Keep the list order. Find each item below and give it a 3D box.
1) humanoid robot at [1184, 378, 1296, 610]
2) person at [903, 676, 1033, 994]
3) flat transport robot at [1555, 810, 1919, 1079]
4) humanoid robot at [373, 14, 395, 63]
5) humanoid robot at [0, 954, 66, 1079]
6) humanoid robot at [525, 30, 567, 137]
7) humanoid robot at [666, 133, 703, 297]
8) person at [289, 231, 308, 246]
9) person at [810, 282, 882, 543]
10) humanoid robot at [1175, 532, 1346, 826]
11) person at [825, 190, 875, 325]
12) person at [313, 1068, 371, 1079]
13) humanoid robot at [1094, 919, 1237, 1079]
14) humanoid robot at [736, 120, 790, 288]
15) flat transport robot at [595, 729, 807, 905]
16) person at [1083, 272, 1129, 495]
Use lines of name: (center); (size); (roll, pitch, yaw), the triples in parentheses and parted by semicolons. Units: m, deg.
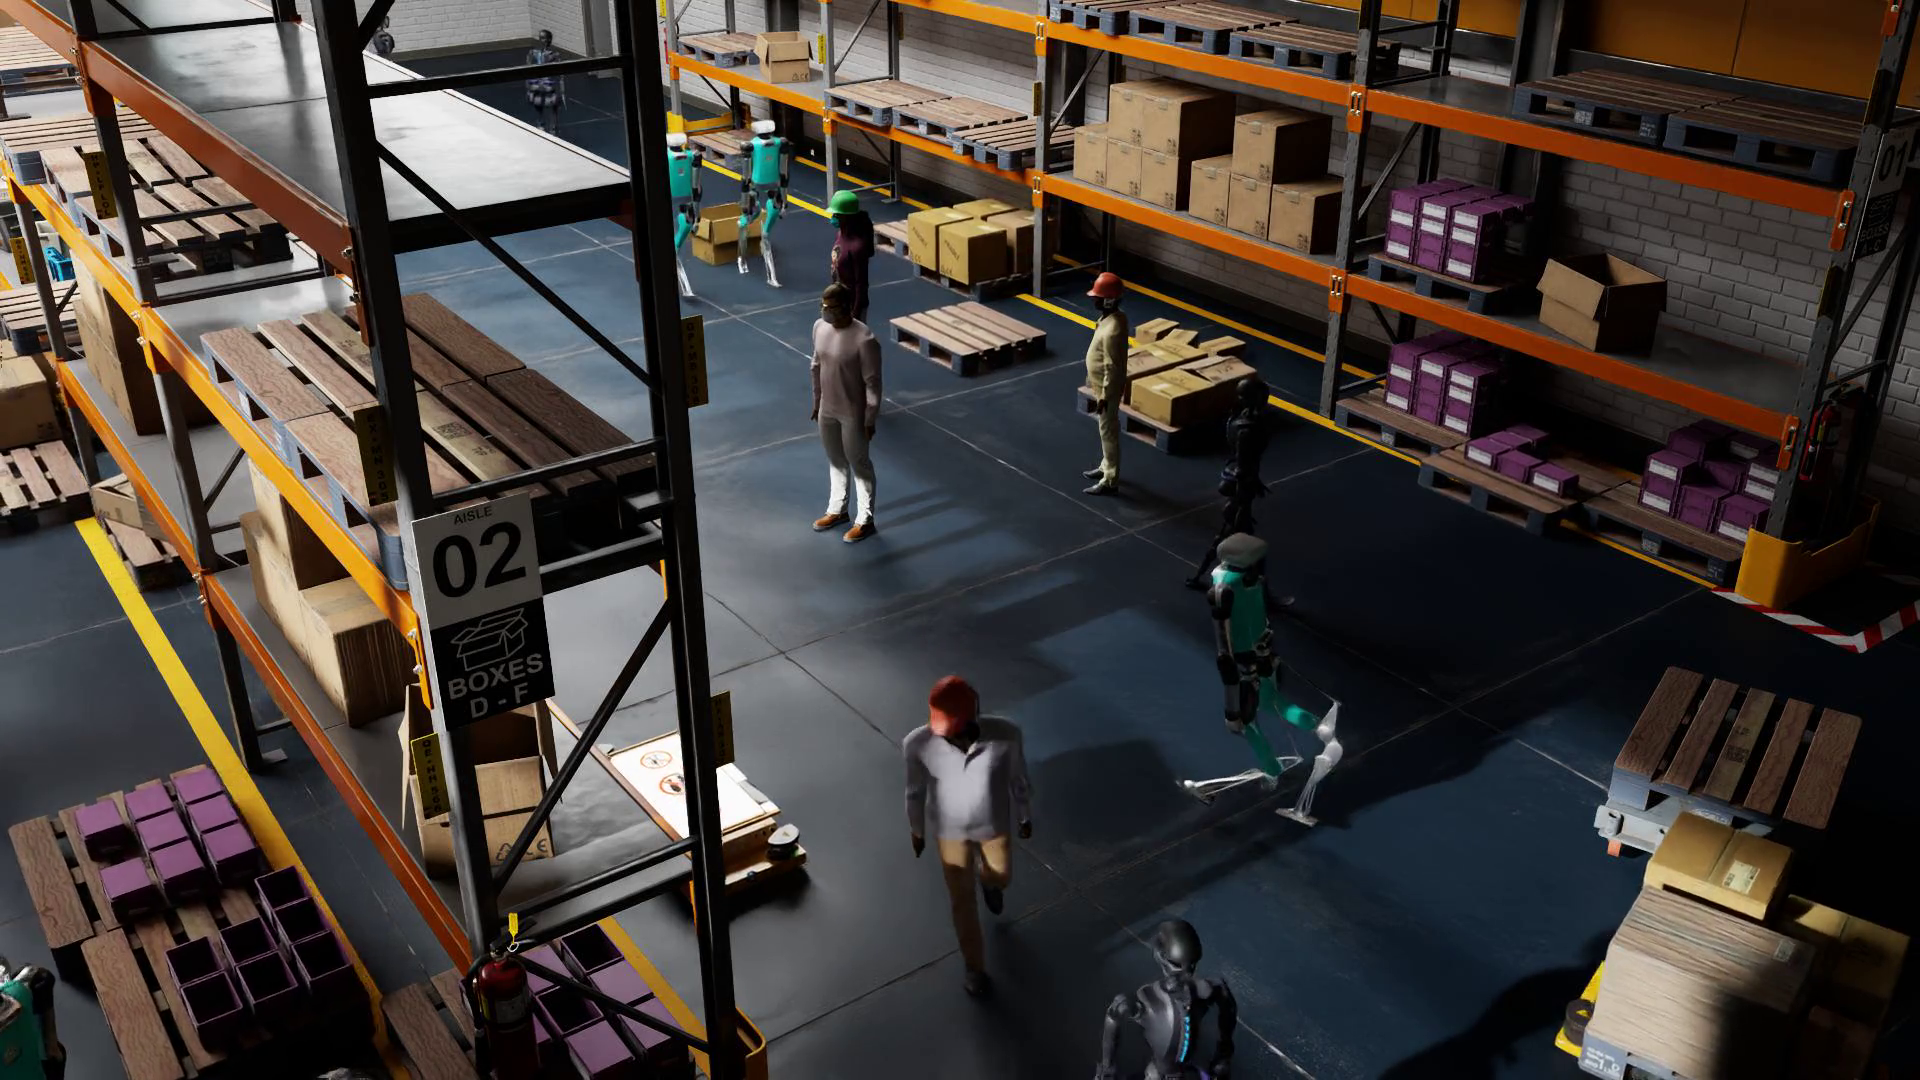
humanoid robot: (1.930, -0.332, 11.135); (0.787, 1.623, 0.593); (8, 28, 16)
person: (0.031, 1.279, 7.831); (0.598, 1.710, 0.685); (-3, 27, -7)
flat transport robot: (3.467, 2.317, 7.379); (1.431, 0.231, 0.659); (19, 32, 33)
humanoid robot: (-8.167, -6.651, 23.654); (0.372, 1.649, 0.596); (-15, 30, -28)
humanoid robot: (-3.656, 2.186, 6.048); (0.909, 1.803, 0.555); (8, 28, 16)
humanoid robot: (-5.595, -6.016, 22.389); (0.611, 1.633, 0.398); (4, 27, 8)
humanoid robot: (-2.952, -3.334, 17.015); (0.560, 1.736, 1.041); (-15, 30, -27)
person: (-6.384, -2.689, 15.824); (0.287, 1.629, 0.498); (14, 30, 25)
person: (-0.829, -0.925, 11.970); (0.634, 1.937, 0.355); (22, 34, 37)
humanoid robot: (1.660, 0.824, 8.720); (1.049, 1.714, 0.535); (15, 31, 28)
person: (-0.916, -2.005, 14.106); (0.423, 1.952, 0.491); (-13, 30, -25)
person: (-1.939, 2.456, 5.377); (0.919, 1.790, 0.538); (-7, 27, -13)
humanoid robot: (0.737, 2.166, 6.172); (0.613, 1.655, 0.673); (-4, 27, -9)
humanoid robot: (-2.160, -3.593, 17.539); (0.539, 1.773, 0.970); (-14, 30, -26)
flat transport robot: (-1.483, 1.458, 9.087); (0.659, 0.231, 1.431); (-18, 32, -31)
person: (1.110, -1.193, 12.704); (0.325, 1.752, 0.560); (3, 27, 6)
